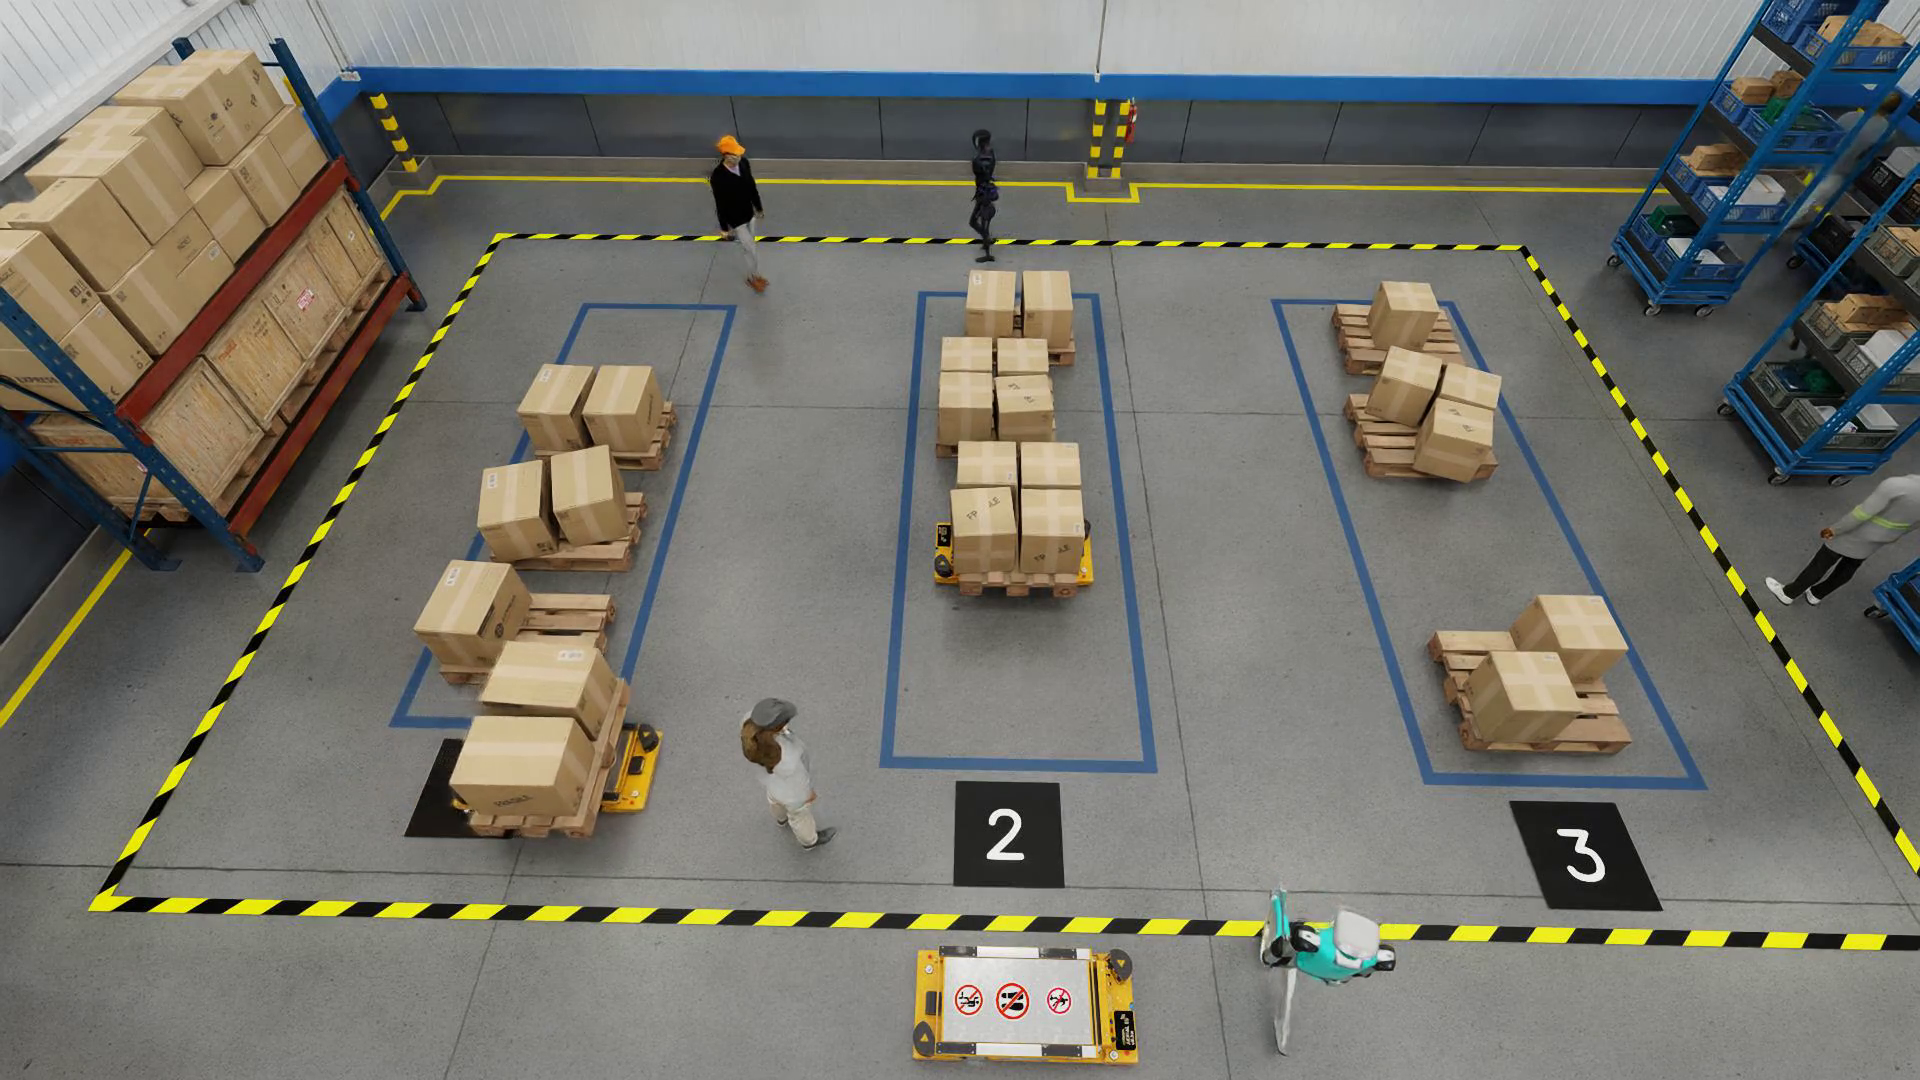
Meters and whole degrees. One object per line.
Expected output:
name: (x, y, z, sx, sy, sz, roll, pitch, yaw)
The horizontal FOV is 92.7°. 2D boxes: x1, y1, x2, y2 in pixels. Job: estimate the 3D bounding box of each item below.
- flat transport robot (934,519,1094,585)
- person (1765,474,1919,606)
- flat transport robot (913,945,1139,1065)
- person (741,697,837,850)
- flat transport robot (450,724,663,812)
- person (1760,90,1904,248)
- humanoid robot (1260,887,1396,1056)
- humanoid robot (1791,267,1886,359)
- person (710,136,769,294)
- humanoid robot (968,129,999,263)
flat transport robot: (0.490, 0.087, 8.397, 1.431, 0.197, 0.652, 1, 51, 1)
person: (7.482, -0.113, 7.556, 0.599, 1.850, 0.391, 3, 51, 3)
flat transport robot: (0.422, 3.041, 6.007, 1.431, 0.231, 0.659, 1, 51, 1)
person: (-1.193, 1.595, 6.221, 0.406, 1.762, 0.564, -37, 60, -26)
flat transport robot: (-3.089, 1.735, 7.054, 1.431, 0.197, 0.652, 1, 51, 1)
person: (10.569, -4.468, 11.081, 1.006, 1.895, 0.639, -18, 53, -14)
humanoid robot: (2.116, 2.420, 5.572, 0.546, 1.727, 1.027, 10, 52, 8)
humanoid robot: (9.342, -2.509, 9.628, 0.585, 1.635, 0.633, 3, 51, 2)
person: (-2.427, -3.668, 10.442, 0.537, 1.868, 0.622, 22, 54, 17)
humanoid robot: (0.282, -4.059, 10.888, 0.336, 1.646, 0.609, -8, 51, -7)
